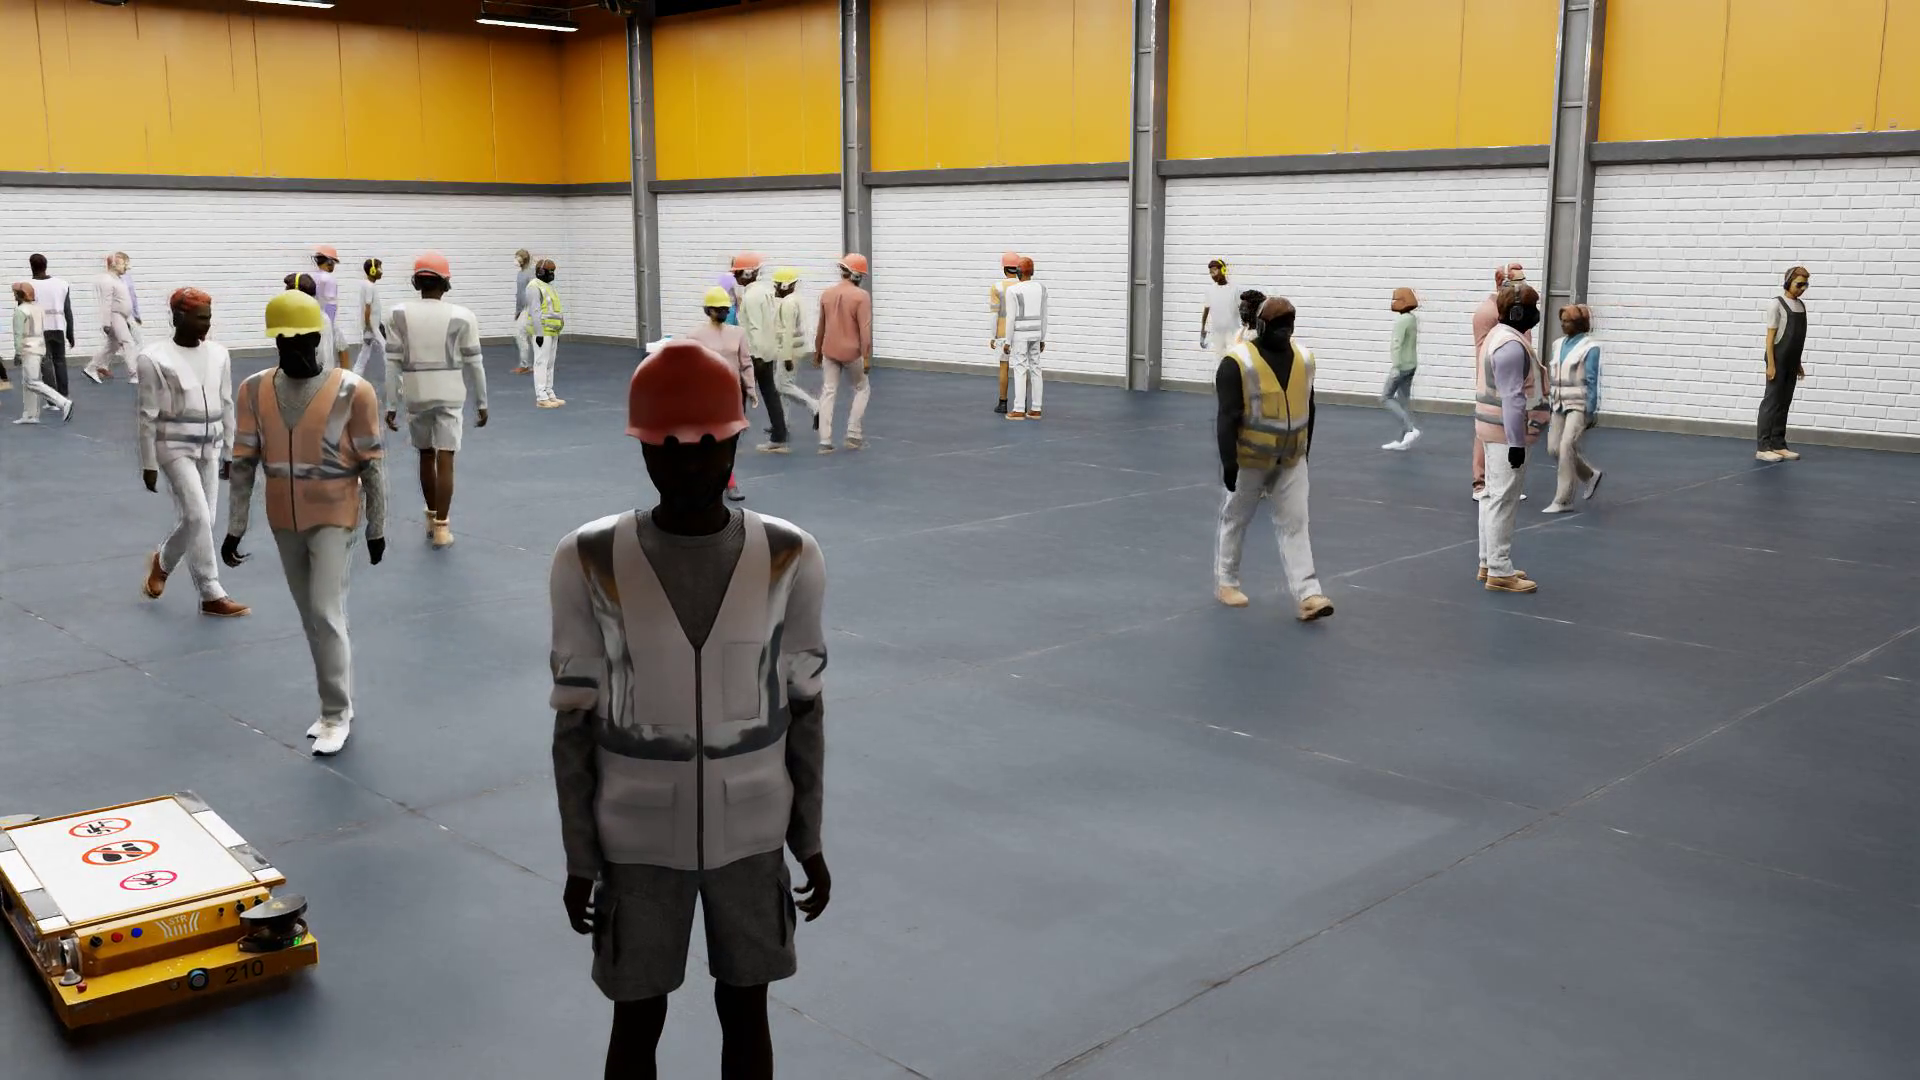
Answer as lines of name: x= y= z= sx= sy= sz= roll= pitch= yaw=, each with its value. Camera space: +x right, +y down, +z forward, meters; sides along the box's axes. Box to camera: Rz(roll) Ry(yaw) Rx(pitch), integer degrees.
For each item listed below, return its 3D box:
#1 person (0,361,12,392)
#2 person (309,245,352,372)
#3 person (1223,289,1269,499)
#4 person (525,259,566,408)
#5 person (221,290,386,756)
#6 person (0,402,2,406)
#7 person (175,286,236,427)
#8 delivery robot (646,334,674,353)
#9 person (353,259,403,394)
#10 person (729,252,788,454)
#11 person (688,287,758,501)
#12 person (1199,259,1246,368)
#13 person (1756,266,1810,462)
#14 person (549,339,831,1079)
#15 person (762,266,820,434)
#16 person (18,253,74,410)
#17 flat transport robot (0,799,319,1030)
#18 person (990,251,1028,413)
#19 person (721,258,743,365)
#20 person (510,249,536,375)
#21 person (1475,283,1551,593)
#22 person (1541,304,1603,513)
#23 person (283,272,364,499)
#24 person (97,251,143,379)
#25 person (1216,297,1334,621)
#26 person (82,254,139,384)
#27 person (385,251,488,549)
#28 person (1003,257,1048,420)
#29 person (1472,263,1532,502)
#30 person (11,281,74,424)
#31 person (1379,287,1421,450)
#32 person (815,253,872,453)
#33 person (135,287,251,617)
person: x=-13.406 y=-2.822 z=22.587 sx=0.848 sy=1.650 sz=0.543 roll=-5 pitch=12 yaw=-26
person: x=-7.985 y=-2.735 z=21.194 sx=0.610 sy=1.991 sz=0.917 roll=7 pitch=13 yaw=34
person: x=2.375 y=-1.177 z=13.503 sx=0.317 sy=1.695 sz=0.540 roll=-5 pitch=11 yaw=-24
person: x=-5.147 y=-2.569 z=20.717 sx=0.429 sy=1.838 sz=0.622 roll=1 pitch=10 yaw=5
person: x=-2.737 y=-0.066 z=6.878 sx=0.598 sy=1.903 sz=0.739 roll=2 pitch=11 yaw=9
person: x=-12.211 y=-2.645 z=20.566 sx=0.535 sy=2.000 sz=0.674 roll=4 pitch=11 yaw=19
person: x=-8.147 y=-1.905 z=17.744 sx=0.832 sy=1.597 sz=0.510 roll=1 pitch=10 yaw=3
delivery robot: x=-4.650 y=-3.029 z=26.461 sx=0.707 sy=0.478 sz=0.477 roll=7 pitch=13 yaw=34
person: x=-7.653 y=-2.782 z=21.931 sx=0.977 sy=1.811 sz=0.560 roll=-5 pitch=11 yaw=-24
person: x=-2.116 y=-1.819 z=16.257 sx=0.903 sy=1.958 sz=0.650 roll=1 pitch=10 yaw=5
person: x=-1.973 y=-1.216 z=13.659 sx=0.528 sy=1.721 sz=0.939 roll=-7 pitch=13 yaw=-35
person: x=3.257 y=-2.550 z=20.601 sx=0.581 sy=1.835 sz=0.503 roll=6 pitch=12 yaw=30
person: x=7.826 y=-1.665 z=15.778 sx=0.504 sy=1.839 sz=0.344 roll=-6 pitch=12 yaw=-31
person: x=-0.517 y=0.577 z=3.277 sx=0.542 sy=1.939 sz=0.369 roll=-3 pitch=11 yaw=-15
person: x=-1.779 y=-2.018 z=17.775 sx=0.673 sy=1.814 sz=0.598 roll=0 pitch=10 yaw=2
person: x=-11.211 y=-2.543 z=20.381 sx=0.517 sy=1.915 sz=0.607 roll=9 pitch=14 yaw=41
flat transport robot: x=-2.546 y=1.073 z=5.121 sx=0.652 sy=0.197 sz=1.431 roll=-8 pitch=13 yaw=-38
person: x=0.617 y=-2.486 z=19.971 sx=0.545 sy=1.942 sz=0.351 roll=-2 pitch=11 yaw=-13
person: x=-3.484 y=-3.481 z=25.811 sx=0.718 sy=1.794 sz=0.653 roll=-4 pitch=11 yaw=-19
person: x=-6.700 y=-3.480 z=25.440 sx=0.717 sy=1.915 sz=0.655 roll=-5 pitch=12 yaw=-26
person: x=3.329 y=-0.616 z=10.045 sx=0.429 sy=1.846 sz=0.627 roll=2 pitch=11 yaw=10
person: x=4.773 y=-1.014 z=12.839 sx=0.578 sy=1.620 sz=0.521 roll=-4 pitch=11 yaw=-19
person: x=-4.950 y=-1.116 z=12.741 sx=0.622 sy=1.854 sz=0.568 roll=1 pitch=10 yaw=7
person: x=-12.409 y=-3.307 z=24.580 sx=0.976 sy=1.908 sz=0.638 roll=-2 pitch=11 yaw=-10
person: x=1.740 y=-0.454 z=9.304 sx=0.657 sy=1.787 sz=0.971 roll=-3 pitch=11 yaw=-18
person: x=-12.197 y=-3.168 z=23.912 sx=0.899 sy=1.872 sz=0.667 roll=-3 pitch=11 yaw=-17
person: x=-3.607 y=-0.979 z=11.547 sx=0.647 sy=2.009 sz=0.878 roll=-1 pitch=10 yaw=-6
person: x=0.757 y=-2.328 z=19.267 sx=0.576 sy=1.884 sz=0.355 roll=-7 pitch=12 yaw=-33
person: x=4.350 y=-1.245 z=13.287 sx=0.651 sy=1.911 sz=0.408 roll=-10 pitch=14 yaw=-43
person: x=-10.386 y=-2.099 z=18.723 sx=0.654 sy=1.621 sz=0.517 roll=-1 pitch=10 yaw=-8
person: x=4.359 y=-1.688 z=16.470 sx=0.355 sy=1.620 sz=0.529 roll=7 pitch=12 yaw=33
person: x=-1.150 y=-1.834 z=16.412 sx=0.748 sy=1.949 sz=0.709 roll=5 pitch=12 yaw=27
person: x=-4.394 y=-0.498 z=9.397 sx=0.832 sy=1.854 sz=0.586 roll=5 pitch=12 yaw=25
